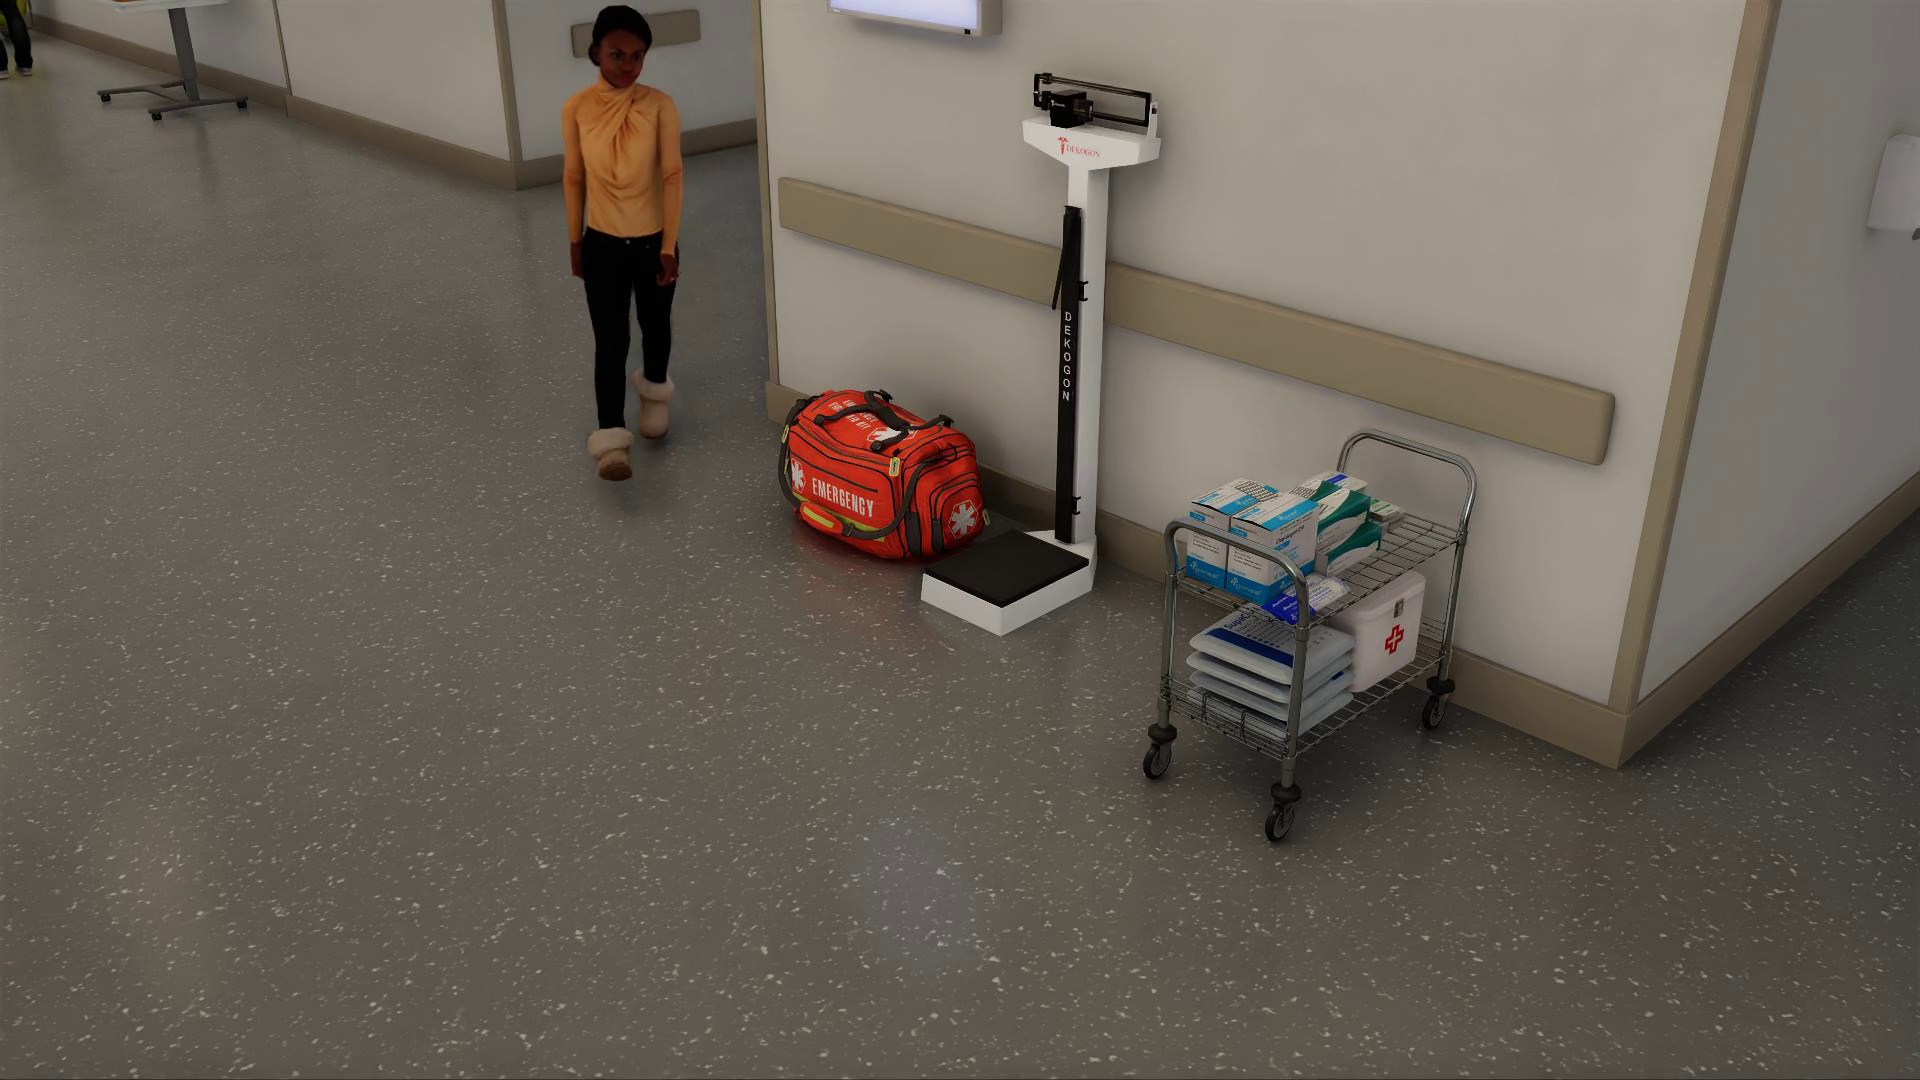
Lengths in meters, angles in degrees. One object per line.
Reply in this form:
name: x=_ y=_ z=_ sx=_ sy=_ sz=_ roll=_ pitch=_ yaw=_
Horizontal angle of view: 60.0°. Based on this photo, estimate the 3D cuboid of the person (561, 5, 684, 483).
person: x=-1.159 y=-1.063 z=5.972 sx=1.074 sy=1.608 sz=1.174 roll=-1 pitch=26 yaw=-2
